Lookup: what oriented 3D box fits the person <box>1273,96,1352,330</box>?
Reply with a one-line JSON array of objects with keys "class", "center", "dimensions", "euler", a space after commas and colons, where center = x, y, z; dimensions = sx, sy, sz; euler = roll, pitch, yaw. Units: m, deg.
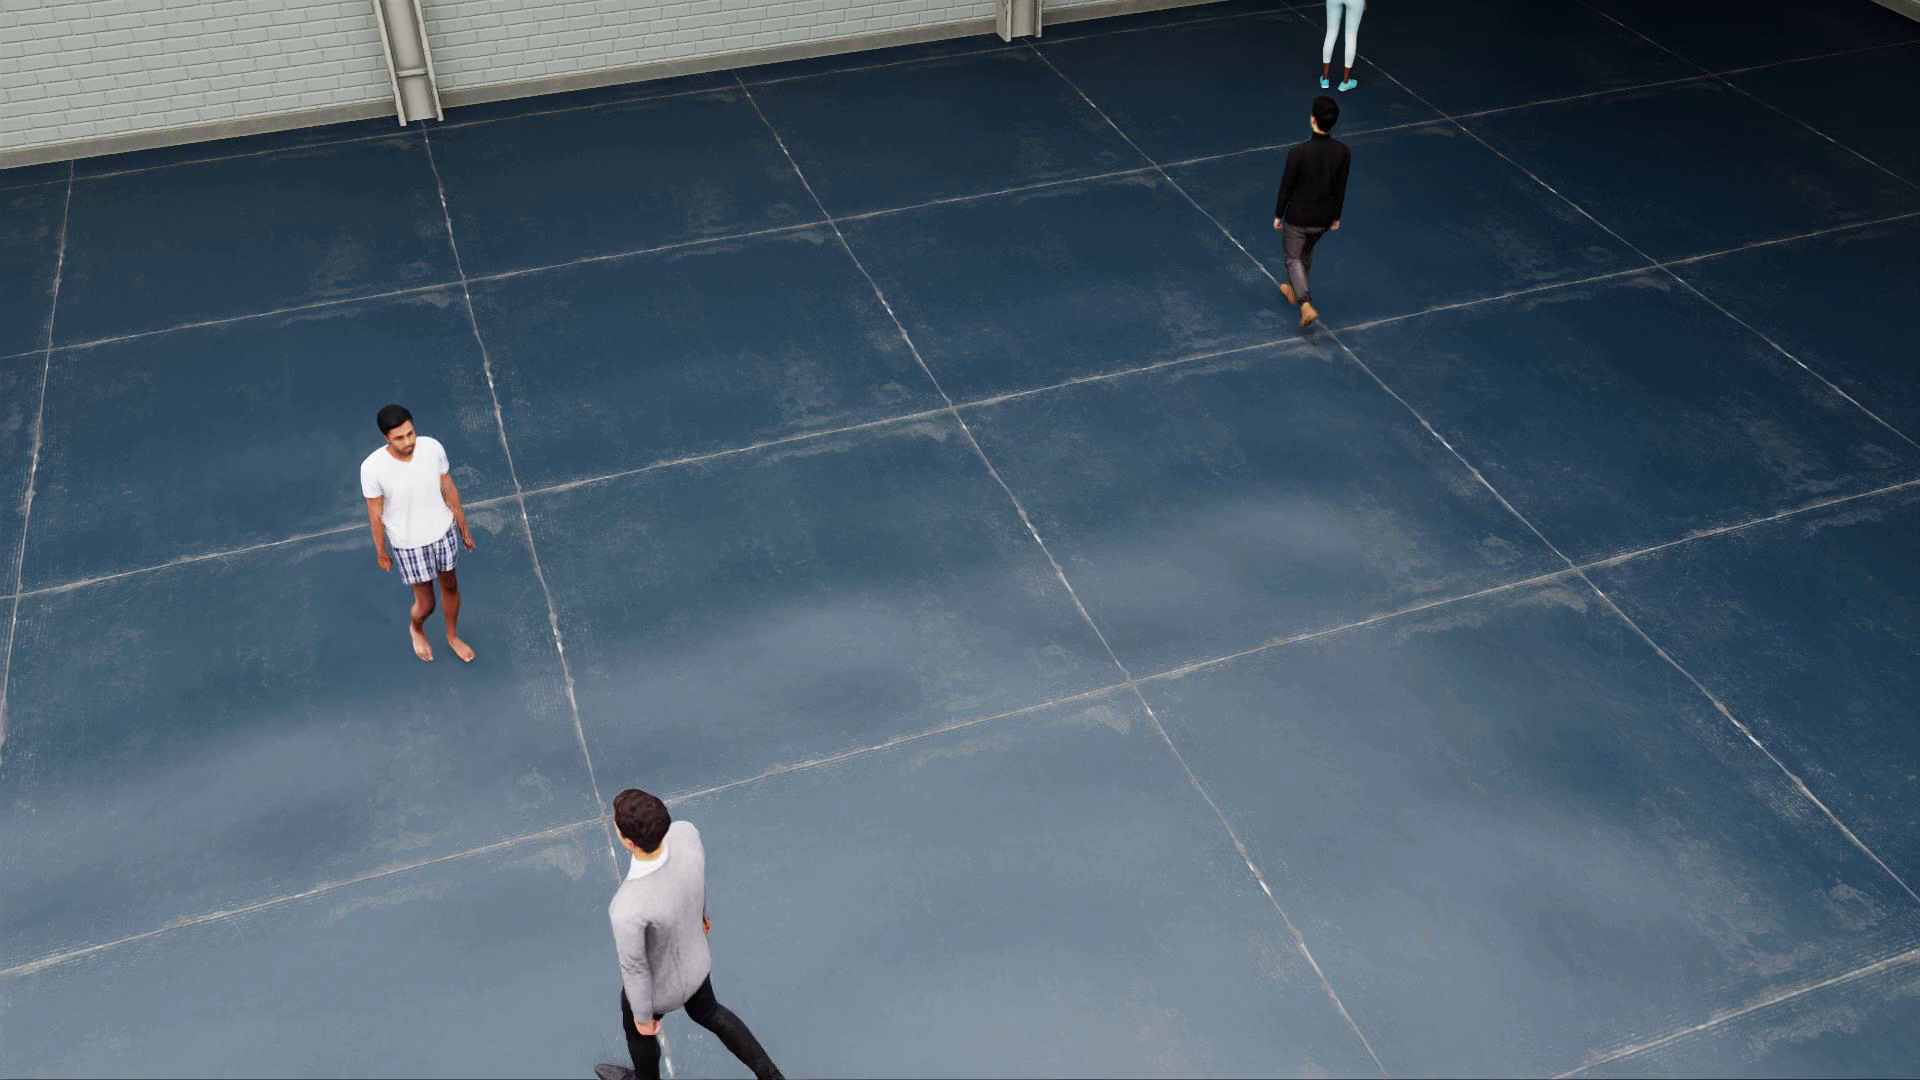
[{"class": "person", "center": [2.557, -2.350, 12.083], "dimensions": [0.990, 1.703, 0.790], "euler": [-9, 39, -11]}]

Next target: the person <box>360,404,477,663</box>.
[{"class": "person", "center": [-2.993, -0.064, 9.149], "dimensions": [0.815, 1.718, 0.720], "euler": [30, 47, 32]}]

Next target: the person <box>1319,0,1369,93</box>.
[{"class": "person", "center": [3.612, -5.074, 15.549], "dimensions": [0.651, 1.724, 0.712], "euler": [16, 41, 20]}]

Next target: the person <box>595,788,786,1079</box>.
[{"class": "person", "center": [-1.094, 1.729, 6.685], "dimensions": [1.291, 1.932, 1.218], "euler": [16, 41, 19]}]
